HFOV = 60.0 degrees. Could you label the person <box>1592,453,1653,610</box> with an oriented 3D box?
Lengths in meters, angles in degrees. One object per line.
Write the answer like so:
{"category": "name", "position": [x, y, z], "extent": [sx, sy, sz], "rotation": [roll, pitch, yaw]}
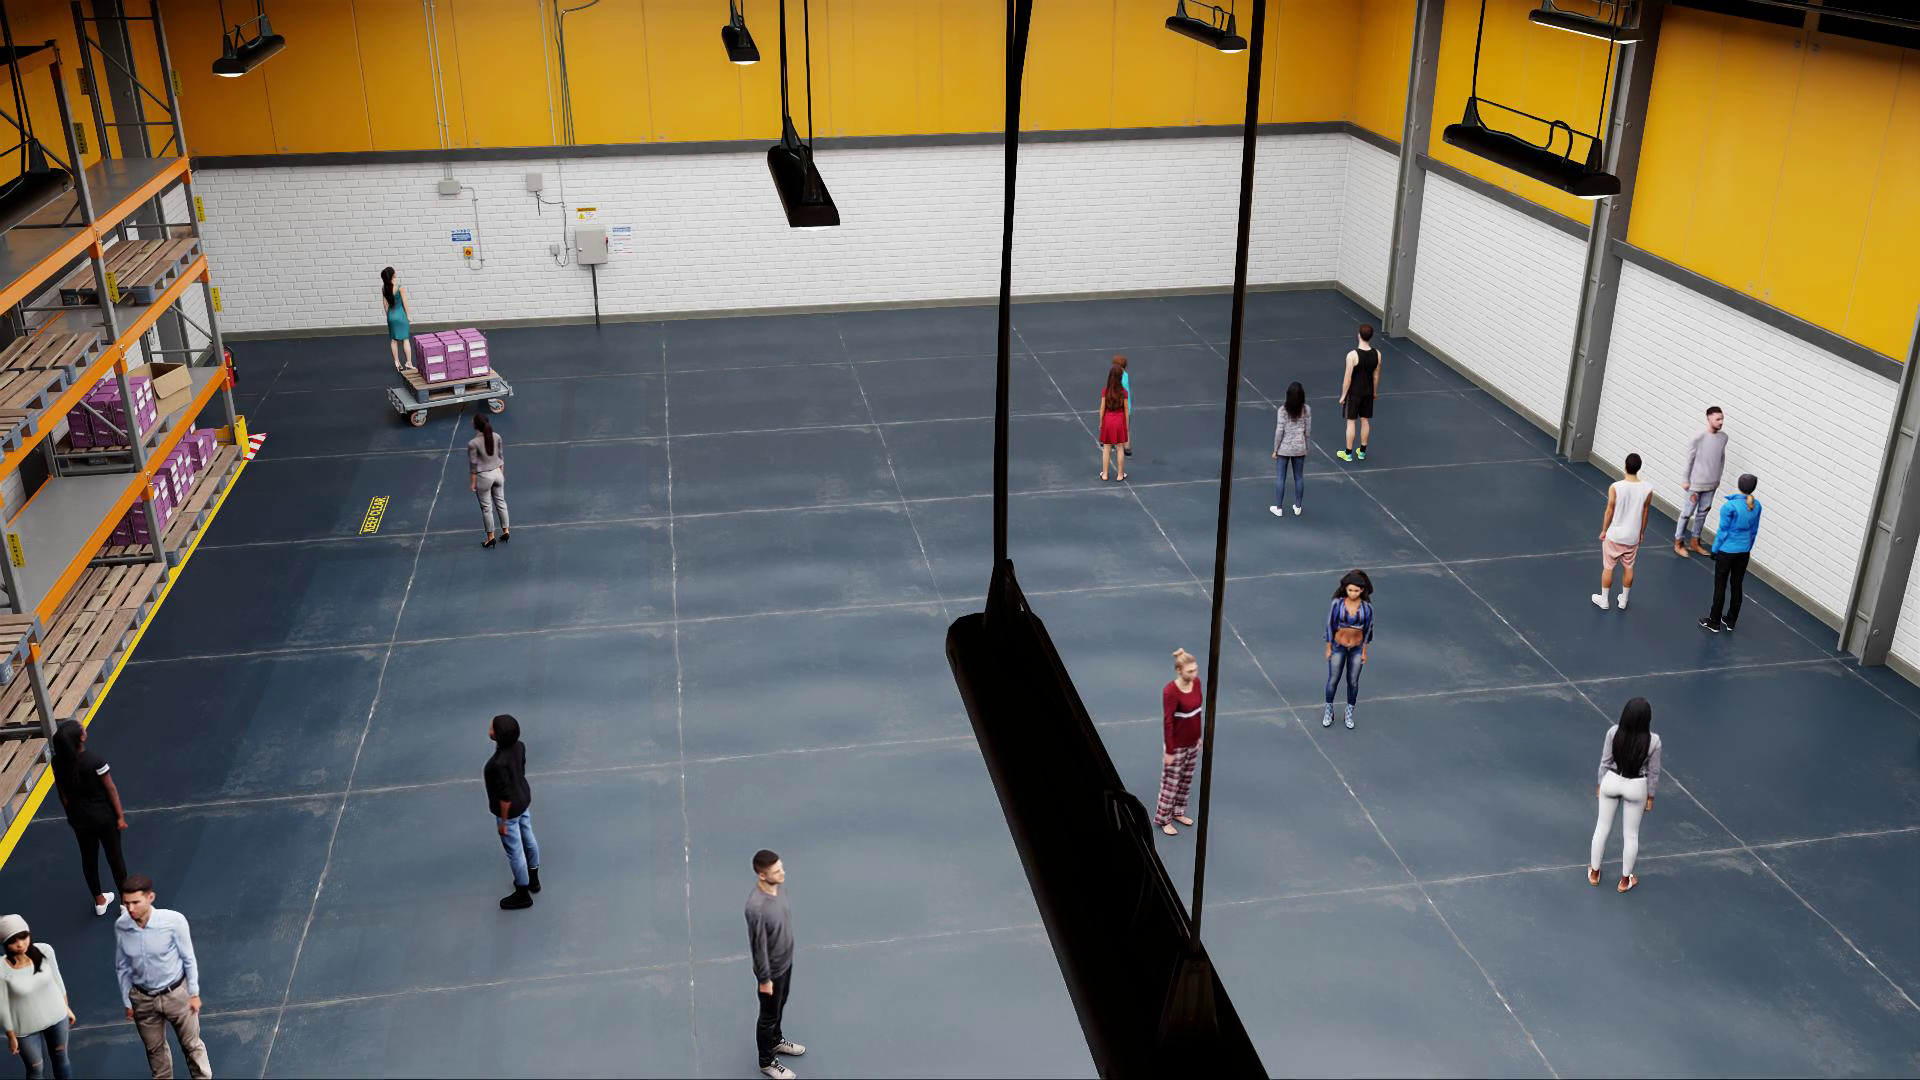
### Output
{"category": "person", "position": [7.271, -0.086, 18.235], "extent": [0.691, 1.788, 0.655], "rotation": [1, 24, 3]}

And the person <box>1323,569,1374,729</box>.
{"category": "person", "position": [3.696, 1.042, 15.871], "extent": [0.674, 1.616, 0.660], "rotation": [4, 24, 9]}

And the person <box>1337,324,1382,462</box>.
{"category": "person", "position": [5.403, -1.991, 22.466], "extent": [0.694, 1.892, 0.593], "rotation": [-6, 24, -13]}

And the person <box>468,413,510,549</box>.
{"category": "person", "position": [-5.617, -0.715, 19.814], "extent": [0.772, 1.678, 0.727], "rotation": [20, 30, 38]}

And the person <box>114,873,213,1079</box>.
{"category": "person", "position": [-5.308, 3.019, 11.061], "extent": [0.652, 1.847, 0.600], "rotation": [-3, 24, -6]}

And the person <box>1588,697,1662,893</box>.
{"category": "person", "position": [5.373, 2.035, 13.464], "extent": [0.665, 1.724, 0.701], "rotation": [13, 27, 26]}

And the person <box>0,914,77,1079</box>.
{"category": "person", "position": [-6.081, 3.167, 10.973], "extent": [0.684, 1.644, 0.632], "rotation": [17, 29, 34]}

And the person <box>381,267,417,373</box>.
{"category": "person", "position": [-8.835, -3.470, 26.107], "extent": [0.612, 1.685, 0.590], "rotation": [4, 24, 8]}

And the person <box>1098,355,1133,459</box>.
{"category": "person", "position": [2.253, -1.801, 22.605], "extent": [0.802, 1.432, 0.789], "rotation": [10, 26, 22]}

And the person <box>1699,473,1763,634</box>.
{"category": "person", "position": [8.249, 0.131, 17.728], "extent": [0.617, 1.797, 0.517], "rotation": [-3, 24, -7]}

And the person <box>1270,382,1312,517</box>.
{"category": "person", "position": [4.126, -1.142, 20.721], "extent": [0.610, 1.733, 0.518], "rotation": [-3, 24, -7]}

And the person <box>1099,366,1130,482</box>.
{"category": "person", "position": [2.022, -1.539, 21.855], "extent": [0.623, 1.552, 0.680], "rotation": [3, 24, 7]}

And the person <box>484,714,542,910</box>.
{"category": "person", "position": [-3.554, 2.141, 13.249], "extent": [0.689, 1.702, 0.574], "rotation": [4, 24, 8]}

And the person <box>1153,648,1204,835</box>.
{"category": "person", "position": [1.896, 1.713, 14.232], "extent": [0.693, 1.700, 0.696], "rotation": [-20, 31, -39]}

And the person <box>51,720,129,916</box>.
{"category": "person", "position": [-6.836, 2.181, 13.123], "extent": [0.659, 1.728, 0.646], "rotation": [1, 24, 2]}

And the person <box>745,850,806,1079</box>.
{"category": "person", "position": [-1.292, 2.893, 11.455], "extent": [0.749, 1.761, 0.596], "rotation": [4, 24, 10]}

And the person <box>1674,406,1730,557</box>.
{"category": "person", "position": [8.744, -0.716, 19.613], "extent": [0.674, 1.839, 0.572], "rotation": [-5, 24, -12]}
